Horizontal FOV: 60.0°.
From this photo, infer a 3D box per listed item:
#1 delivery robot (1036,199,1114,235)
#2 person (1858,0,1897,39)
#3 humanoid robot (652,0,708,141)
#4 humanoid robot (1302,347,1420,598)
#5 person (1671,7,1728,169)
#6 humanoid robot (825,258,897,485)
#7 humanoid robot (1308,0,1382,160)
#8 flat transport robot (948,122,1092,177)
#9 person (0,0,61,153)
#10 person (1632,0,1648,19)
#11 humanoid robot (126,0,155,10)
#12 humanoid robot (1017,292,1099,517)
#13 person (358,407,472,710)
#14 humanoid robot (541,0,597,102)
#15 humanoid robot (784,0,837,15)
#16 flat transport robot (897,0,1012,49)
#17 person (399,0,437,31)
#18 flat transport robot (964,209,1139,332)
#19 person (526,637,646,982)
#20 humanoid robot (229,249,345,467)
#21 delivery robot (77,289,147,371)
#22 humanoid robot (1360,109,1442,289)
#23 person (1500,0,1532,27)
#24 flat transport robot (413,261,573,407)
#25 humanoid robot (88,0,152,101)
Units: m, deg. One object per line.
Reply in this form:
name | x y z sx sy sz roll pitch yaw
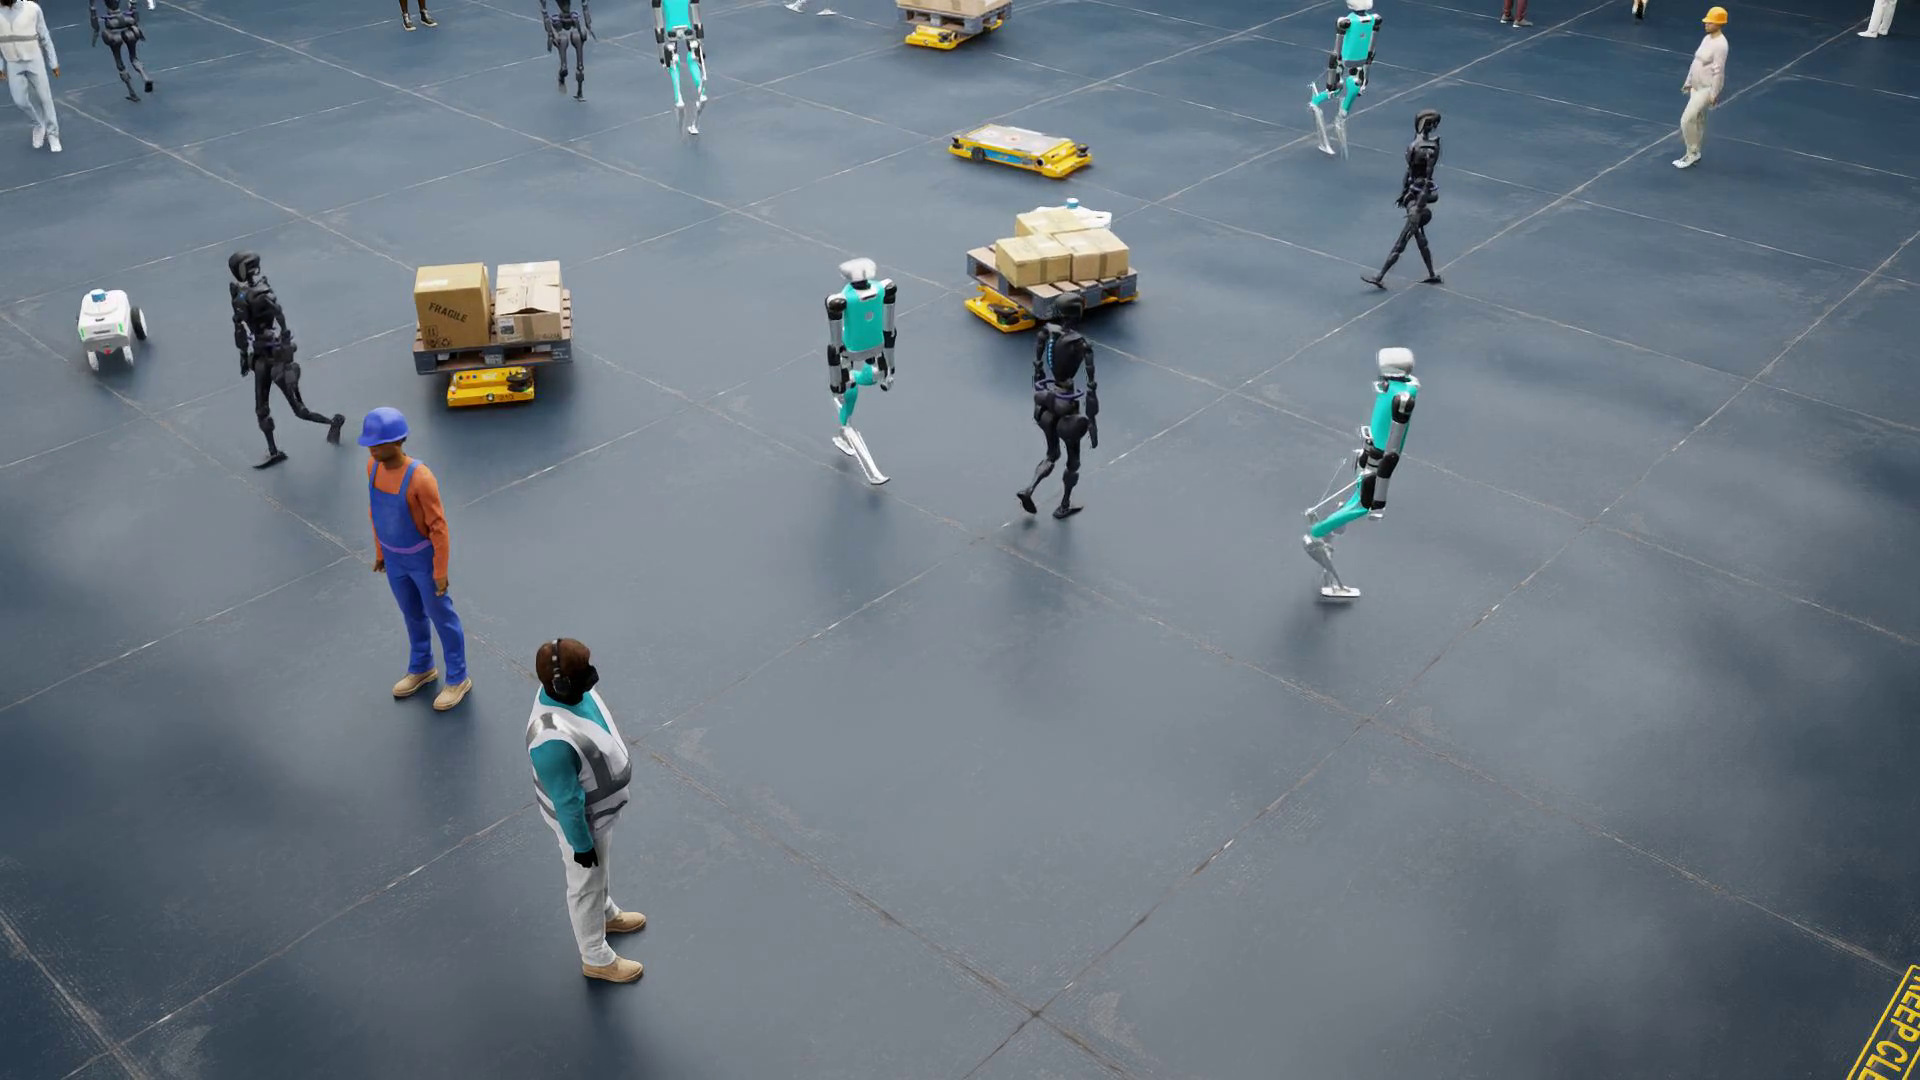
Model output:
delivery robot | 1.055 -2.889 15.529 0.784 0.589 0.499 7 33 11
person | 12.218 -7.433 21.821 0.524 1.638 0.305 -16 35 -24
humanoid robot | -3.008 -5.189 18.231 0.540 1.897 0.726 -10 33 -16
humanoid robot | 2.390 -0.311 10.368 0.714 1.895 0.542 3 32 4
person | 7.735 -4.705 17.381 0.416 1.680 0.512 0 32 0
humanoid robot | -0.779 -1.227 11.757 0.552 1.738 1.057 -19 37 -28
humanoid robot | 4.005 -4.877 17.688 0.538 1.855 0.746 -14 34 -21
flat transport robot | 0.640 -4.210 17.934 1.431 0.231 0.659 20 37 29
person | -10.026 -5.127 17.858 0.624 1.901 0.462 -11 34 -17
person | 9.404 -8.052 22.622 0.525 1.848 0.767 15 35 22
humanoid robot | -11.527 -8.212 22.960 0.530 1.746 0.738 -12 34 -19
humanoid robot | 0.652 -0.876 11.231 0.479 1.636 0.609 -25 40 -35
person | -3.110 0.098 9.442 0.521 1.911 0.360 16 35 23
humanoid robot | -4.564 -5.959 19.417 0.586 1.651 0.373 -16 35 -24
humanoid robot | -1.955 -7.938 22.545 0.998 1.722 0.538 9 33 13
flat transport robot | -0.083 -6.829 22.151 0.659 0.231 1.431 17 36 26
person | -7.360 -7.819 22.137 0.612 1.964 0.361 -27 41 -37
flat transport robot | 0.812 -2.163 14.637 1.431 0.231 0.659 -19 36 -27
person | -1.714 1.230 7.681 0.429 1.846 0.626 -3 32 -4
humanoid robot | -4.924 -1.347 12.020 0.593 1.650 0.704 18 36 27
delivery robot | -7.054 -1.785 13.744 0.499 0.581 0.774 -11 34 -18
humanoid robot | 4.012 -3.012 14.707 0.795 1.622 0.600 -1 32 -1
person | 7.604 -7.829 22.305 0.380 1.805 0.551 -14 35 -22
flat transport robot | -3.765 -1.509 13.584 0.659 0.231 1.431 -6 32 -10
humanoid robot | -9.839 -5.972 19.432 0.400 1.653 0.599 23 38 32
